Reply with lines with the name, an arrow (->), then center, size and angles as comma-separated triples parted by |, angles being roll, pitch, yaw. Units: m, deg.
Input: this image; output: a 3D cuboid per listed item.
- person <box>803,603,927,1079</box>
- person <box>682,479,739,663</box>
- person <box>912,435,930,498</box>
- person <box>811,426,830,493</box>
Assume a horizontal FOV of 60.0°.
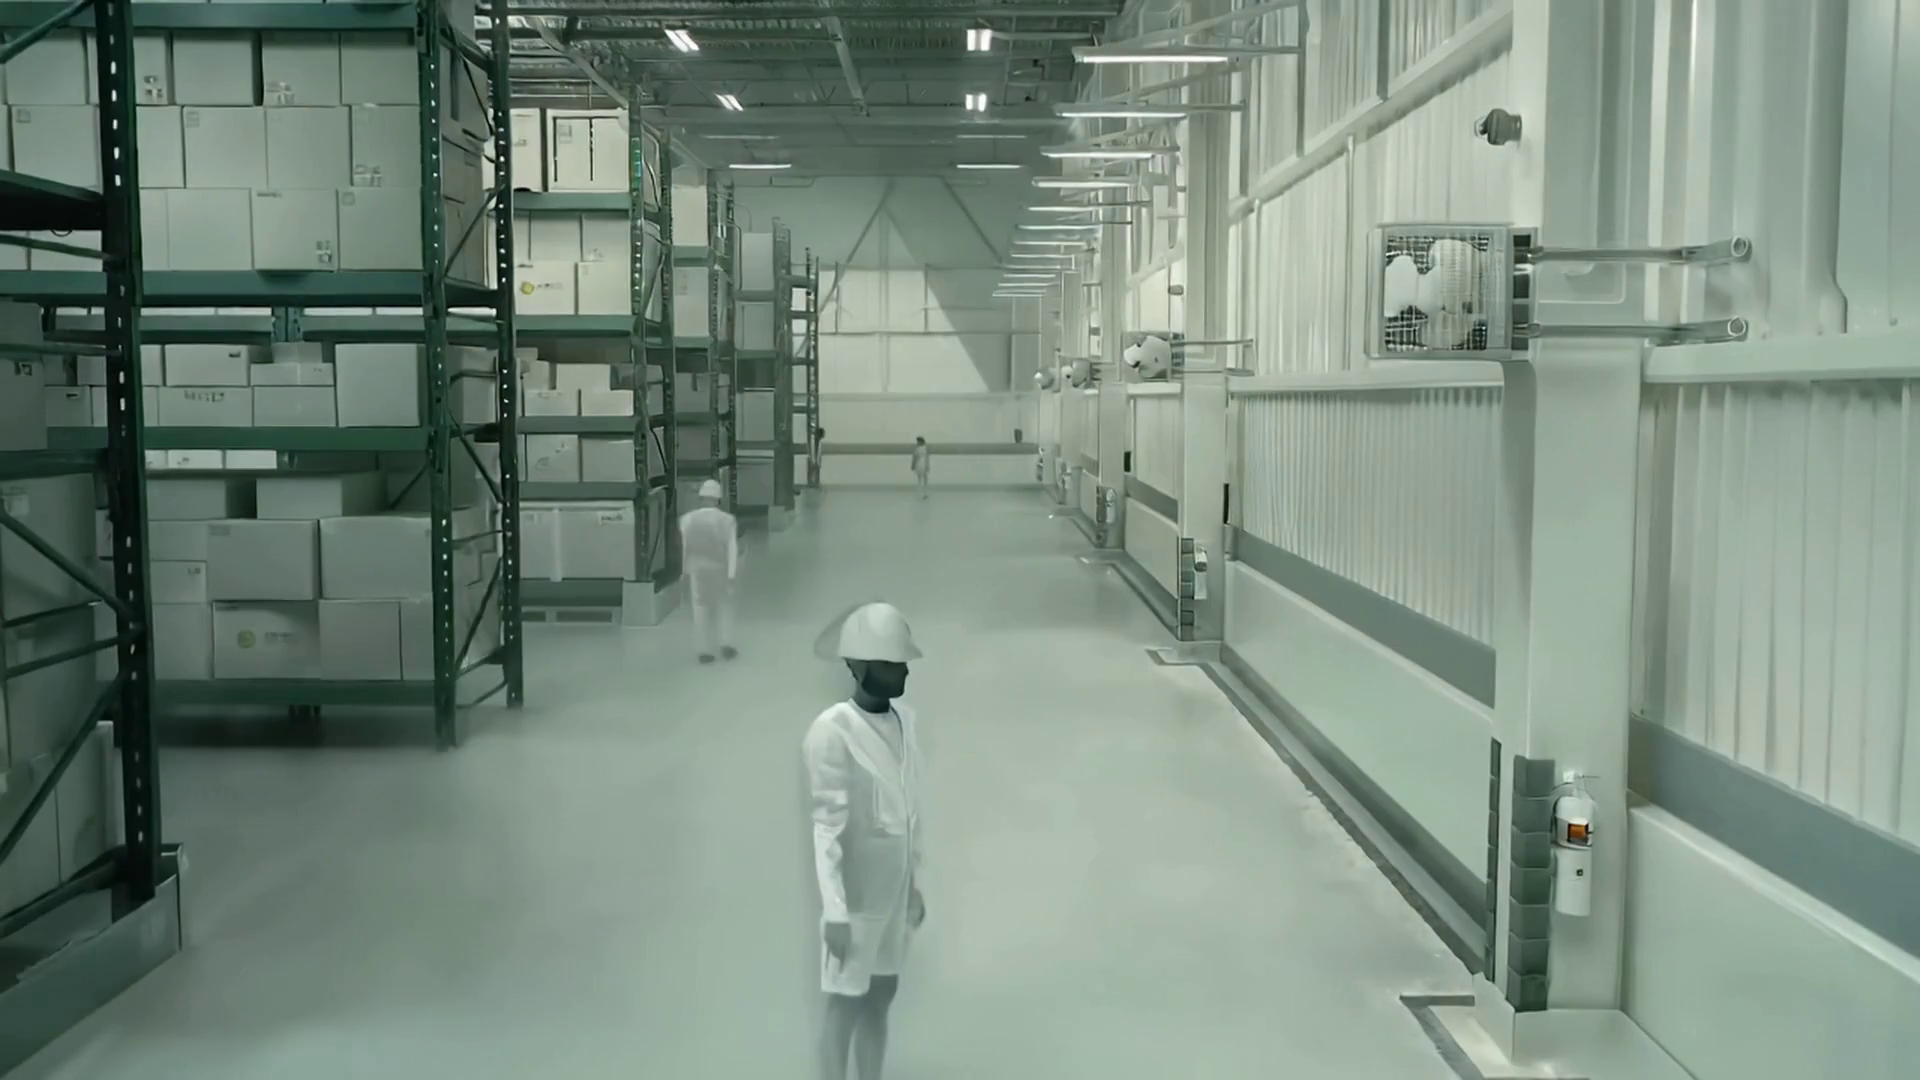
person -> -0.287, 1.176, 5.634 | 0.361, 1.940, 0.543 | 3, 6, 29
person -> -2.456, 0.302, 16.554 | 0.601, 1.807, 0.690 | 1, 5, 9
person -> -1.013, -1.896, 43.171 | 0.515, 1.636, 0.314 | 2, 5, 25
person -> -3.726, -2.104, 44.287 | 0.702, 1.865, 0.628 | -4, 6, -37
